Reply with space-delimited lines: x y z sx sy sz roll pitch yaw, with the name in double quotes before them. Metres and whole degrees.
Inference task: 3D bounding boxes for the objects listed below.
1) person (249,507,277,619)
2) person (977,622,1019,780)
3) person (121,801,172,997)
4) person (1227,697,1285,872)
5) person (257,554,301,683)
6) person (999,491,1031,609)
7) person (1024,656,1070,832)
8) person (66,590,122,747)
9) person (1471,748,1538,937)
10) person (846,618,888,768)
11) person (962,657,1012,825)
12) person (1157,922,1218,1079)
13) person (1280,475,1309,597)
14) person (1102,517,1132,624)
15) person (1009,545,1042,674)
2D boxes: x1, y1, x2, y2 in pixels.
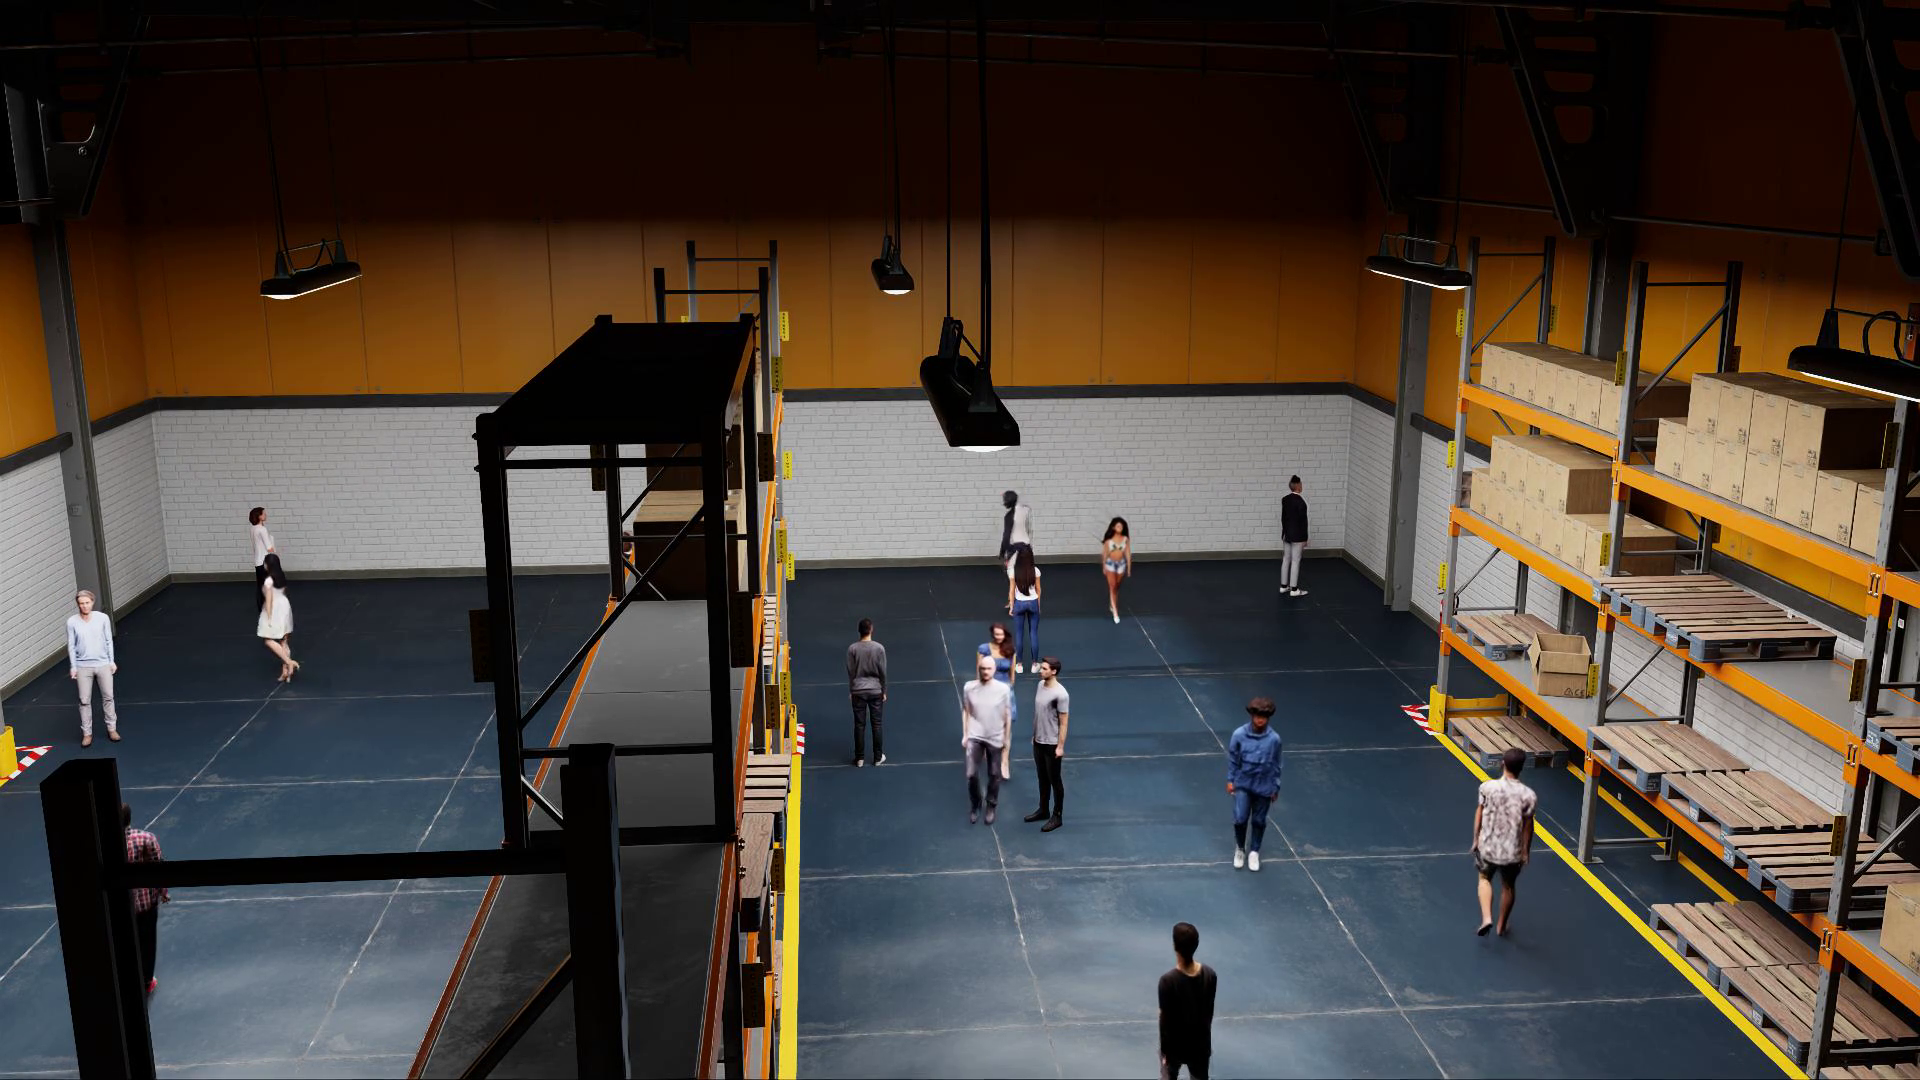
"person" -10.402 0.385 24.829 0.671 1.795 0.736 12 18 40
"person" 0.393 1.796 19.047 0.677 1.772 1.123 -2 14 -9
"person" -6.960 3.037 13.970 0.727 1.750 0.691 -3 14 -14
"person" 2.922 2.388 16.555 0.763 1.796 0.715 2 14 9
"person" -9.008 1.052 22.133 0.832 1.767 0.818 4 14 17
"person" 0.888 0.117 25.810 0.844 1.854 0.935 -11 18 -39
"person" 0.946 2.119 17.531 0.804 1.859 0.659 -8 16 -31
"person" -10.415 1.513 19.962 0.753 1.894 0.749 -9 16 -32
"person" 4.877 2.772 14.972 0.856 1.794 0.944 5 14 19
"person" -1.071 1.756 19.237 0.616 1.761 0.537 -1 14 -3
"person" 0.288 2.091 17.718 0.728 1.825 0.702 1 14 6
"person" 1.654 3.579 11.853 0.680 1.693 1.082 -3 14 -11
"person" 5.310 -0.097 26.491 0.849 1.949 0.700 -8 16 -29
"person" 2.335 0.430 25.103 0.631 1.579 1.063 -3 14 -11
"person" 0.898 0.936 22.595 0.612 1.774 0.550 1 14 2
